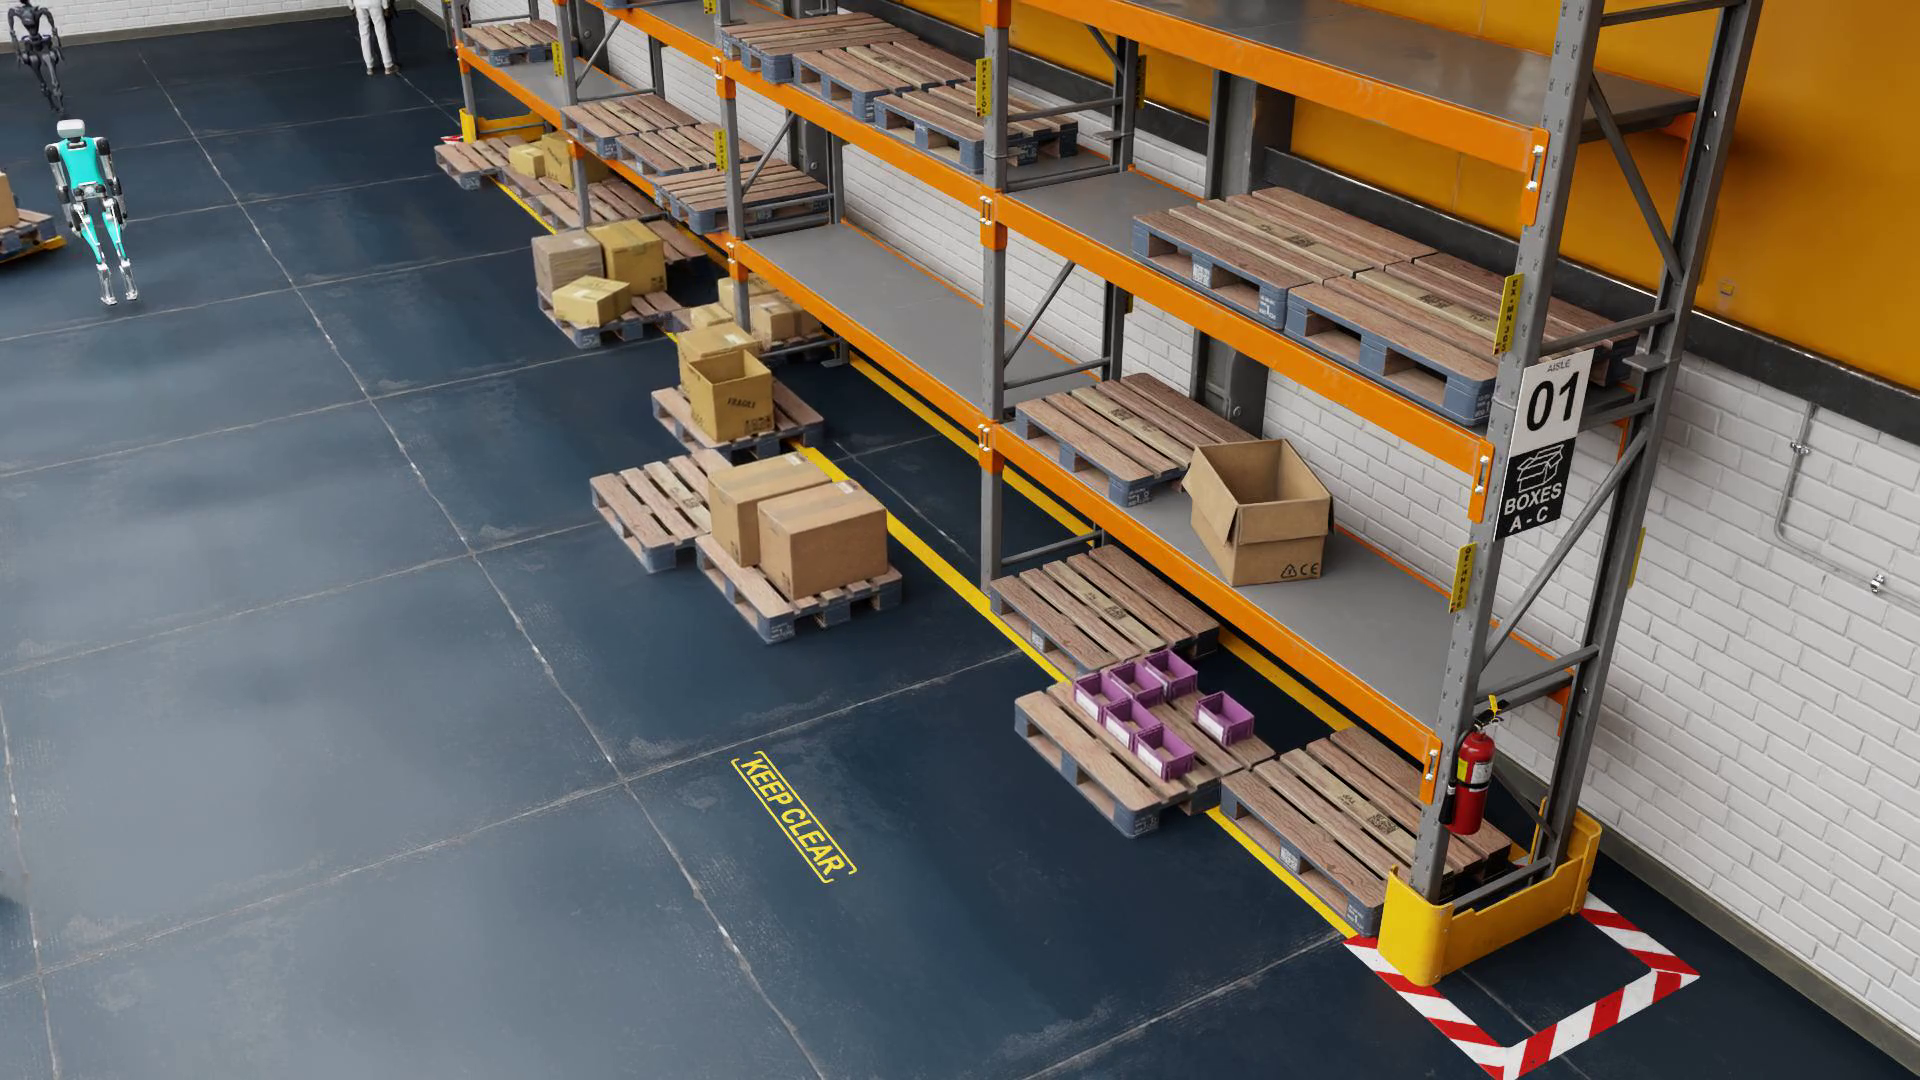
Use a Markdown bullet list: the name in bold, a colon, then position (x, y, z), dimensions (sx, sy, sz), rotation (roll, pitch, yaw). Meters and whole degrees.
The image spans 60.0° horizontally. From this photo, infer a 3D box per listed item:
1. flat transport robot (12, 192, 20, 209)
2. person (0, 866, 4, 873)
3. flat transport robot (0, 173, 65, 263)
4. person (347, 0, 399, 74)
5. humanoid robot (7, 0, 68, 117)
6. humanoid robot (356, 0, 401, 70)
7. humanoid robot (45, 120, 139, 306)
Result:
- **flat transport robot**: position (-10.384, -3.075, 17.060), dimensions (0.659, 0.231, 1.431), rotation (-4, 30, -8)
- **person**: position (-5.376, 1.021, 8.268), dimensions (0.910, 1.799, 0.561), rotation (2, 30, 4)
- **flat transport robot**: position (-9.869, -2.895, 16.743), dimensions (0.659, 0.231, 1.431), rotation (15, 33, 24)
- **person**: position (-8.232, -7.445, 23.140), dimensions (0.574, 1.882, 0.361), rotation (1, 30, 1)
- **humanoid robot**: position (-11.765, -6.227, 21.216), dimensions (0.600, 1.632, 0.670), rotation (-9, 31, -15)
- **humanoid robot**: position (-8.230, -7.507, 23.439), dimensions (0.599, 1.659, 0.315), rotation (-16, 33, -26)
- **humanoid robot**: position (-7.889, -2.948, 15.210), dimensions (0.533, 1.677, 0.735), rotation (-16, 33, -26)
